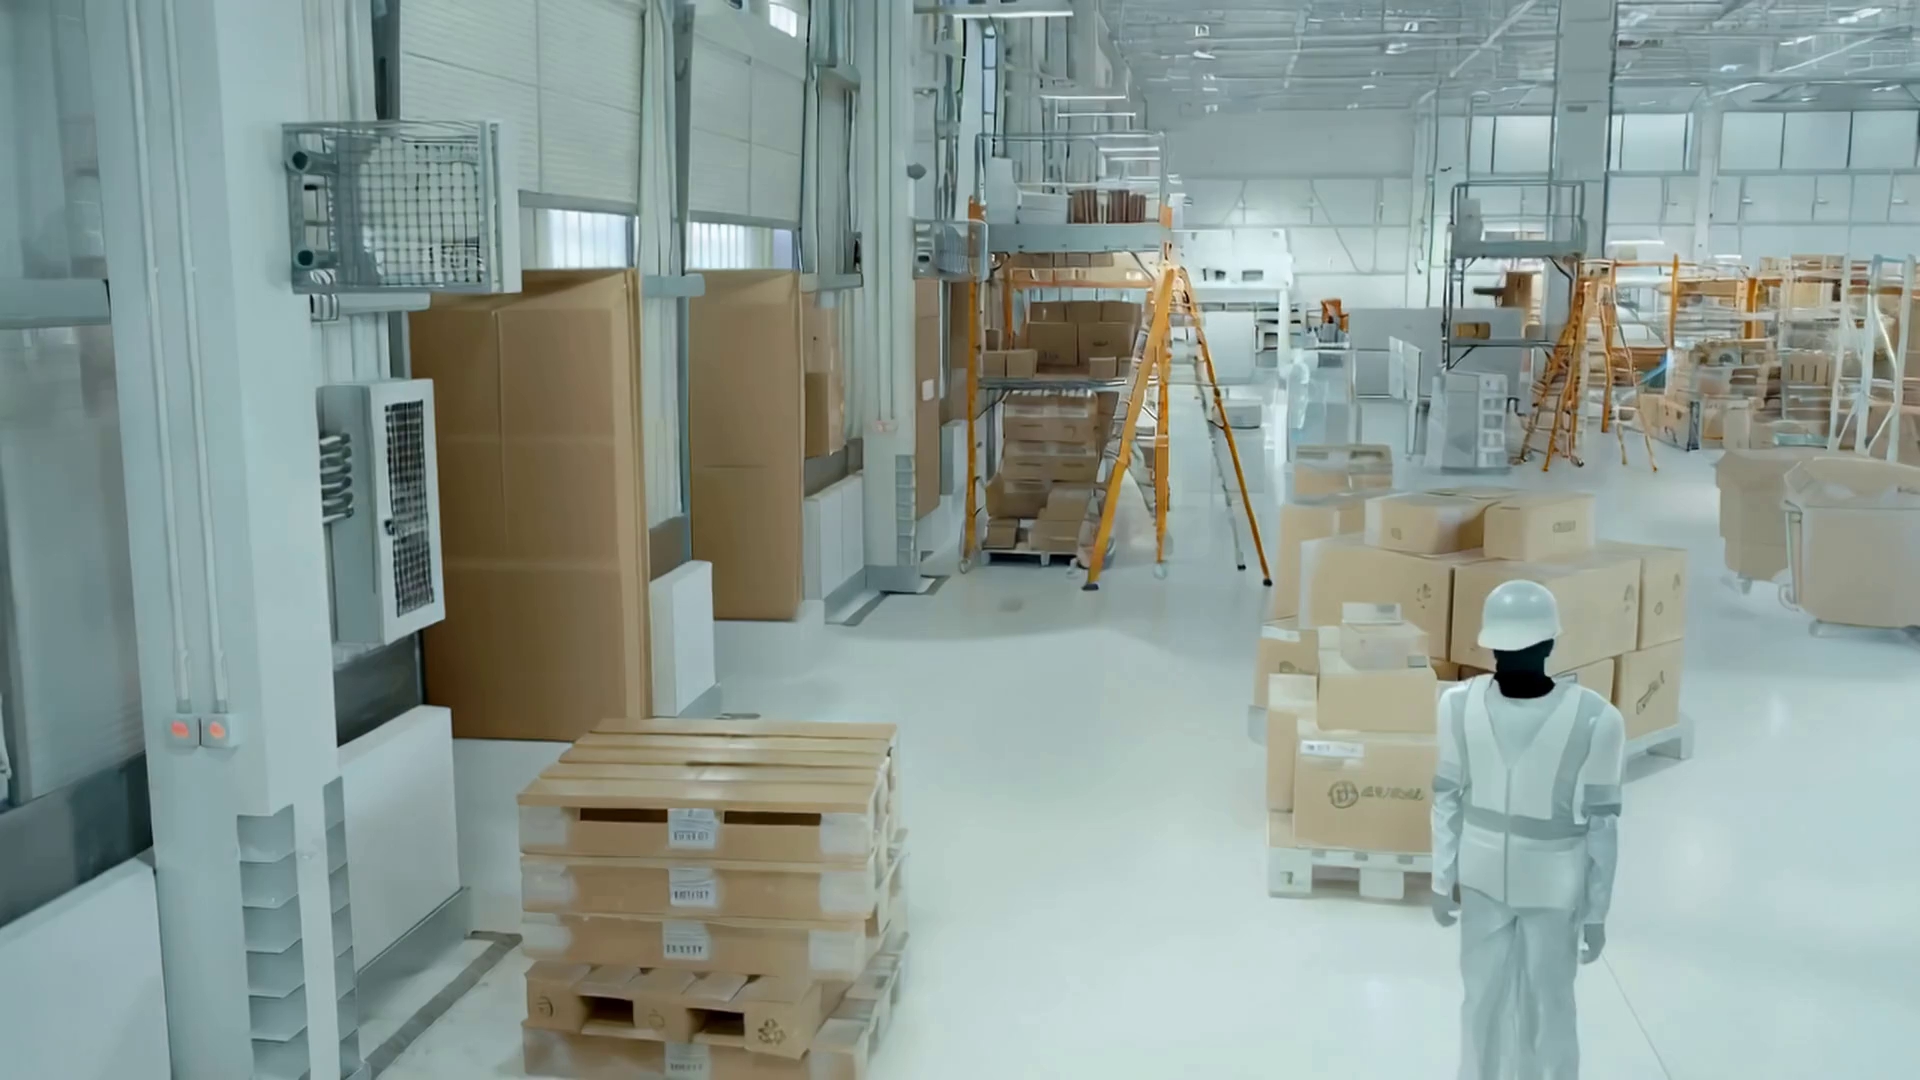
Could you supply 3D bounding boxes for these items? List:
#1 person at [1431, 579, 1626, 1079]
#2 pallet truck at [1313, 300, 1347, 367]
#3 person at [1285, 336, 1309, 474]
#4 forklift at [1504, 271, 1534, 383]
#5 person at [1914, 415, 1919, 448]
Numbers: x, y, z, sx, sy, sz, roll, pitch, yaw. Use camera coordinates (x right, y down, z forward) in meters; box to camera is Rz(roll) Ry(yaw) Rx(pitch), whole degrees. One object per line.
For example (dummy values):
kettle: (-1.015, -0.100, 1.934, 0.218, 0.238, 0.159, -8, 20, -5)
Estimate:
person: (1.730, 1.064, 5.170, 0.585, 1.920, 0.395, 7, 12, 37)
pallet truck: (11.159, -6.200, 49.718, 0.823, 1.965, 1.885, 4, 10, 26)
person: (4.691, -1.896, 23.364, 0.367, 1.936, 0.542, -1, 9, -6)
forklift: (13.933, -5.319, 41.568, 1.873, 2.768, 1.129, -1, 9, -6)
person: (15.600, -2.331, 26.672, 0.336, 1.737, 0.485, 8, 12, 42)
